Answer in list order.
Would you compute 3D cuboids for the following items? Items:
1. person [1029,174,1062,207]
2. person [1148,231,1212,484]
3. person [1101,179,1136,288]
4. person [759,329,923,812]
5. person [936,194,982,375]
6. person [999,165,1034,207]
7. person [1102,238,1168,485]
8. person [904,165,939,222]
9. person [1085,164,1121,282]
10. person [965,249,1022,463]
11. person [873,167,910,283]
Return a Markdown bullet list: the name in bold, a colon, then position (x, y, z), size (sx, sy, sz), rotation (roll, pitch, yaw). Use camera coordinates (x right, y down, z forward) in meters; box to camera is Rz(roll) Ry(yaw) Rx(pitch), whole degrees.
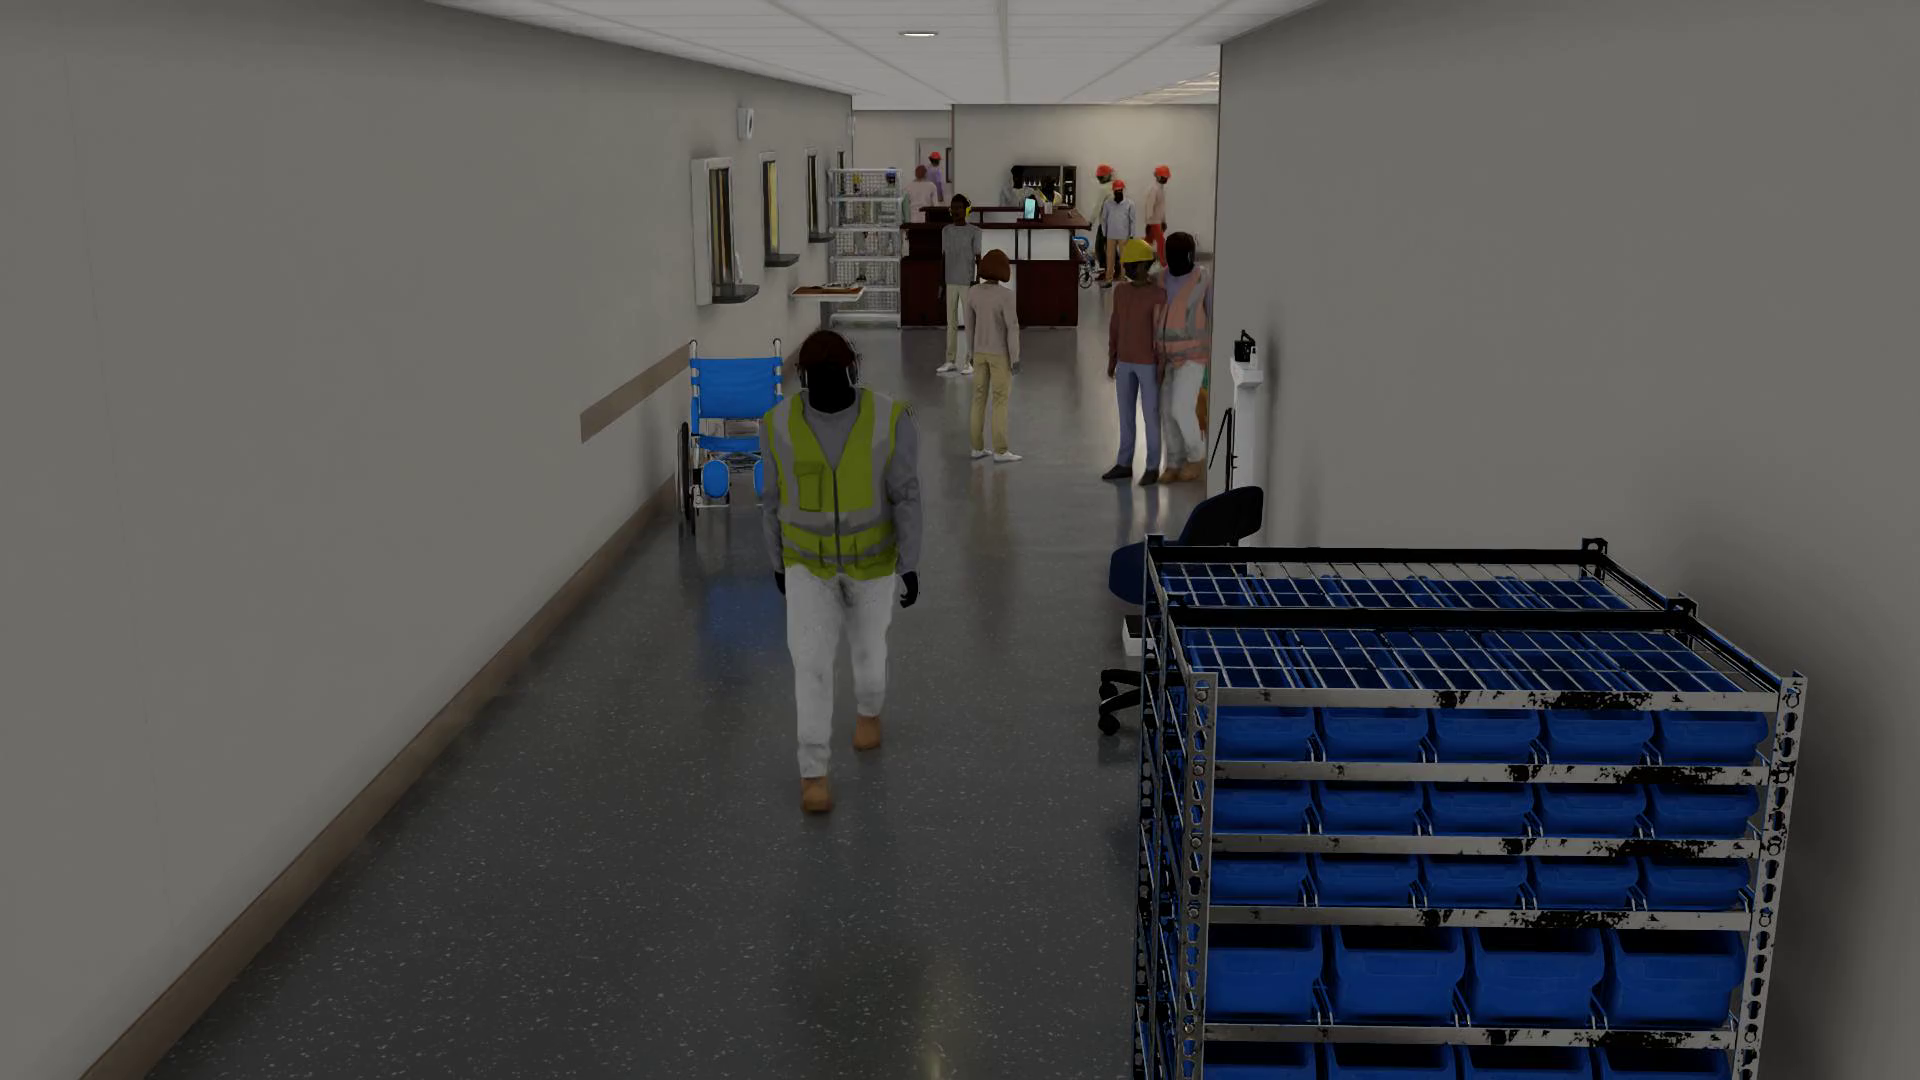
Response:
- **person**: position (1.398, -4.962, 26.810), size (0.633, 1.836, 0.429), rotation (-7, 16, -27)
- **person**: position (1.569, -1.289, 11.908), size (0.630, 1.823, 0.443), rotation (13, 19, 42)
- **person**: position (2.545, -4.925, 26.803), size (0.564, 1.752, 0.338), rotation (6, 15, 23)
- **person**: position (-0.461, 0.061, 6.506), size (0.626, 1.800, 0.950), rotation (-1, 14, -3)
- **person**: position (-0.009, -2.675, 17.430), size (0.514, 1.876, 0.328), rotation (8, 16, 29)
- **person**: position (0.935, -5.101, 27.087), size (0.614, 1.961, 0.361), rotation (-3, 14, -11)
- **person**: position (1.269, -1.280, 11.990), size (0.325, 1.767, 0.532), rotation (-13, 19, -43)
- **person**: position (-0.680, -5.775, 29.938), size (0.637, 1.910, 0.406), rotation (3, 14, 12)
- **person**: position (2.470, -5.319, 27.991), size (0.500, 1.956, 0.661), rotation (9, 16, 31)
- **person**: position (0.259, -1.412, 12.800), size (0.509, 1.631, 0.269), rotation (13, 19, 42)
- **person**: position (-1.117, -5.093, 27.126), size (0.617, 1.933, 0.417), rotation (1, 14, 5)
